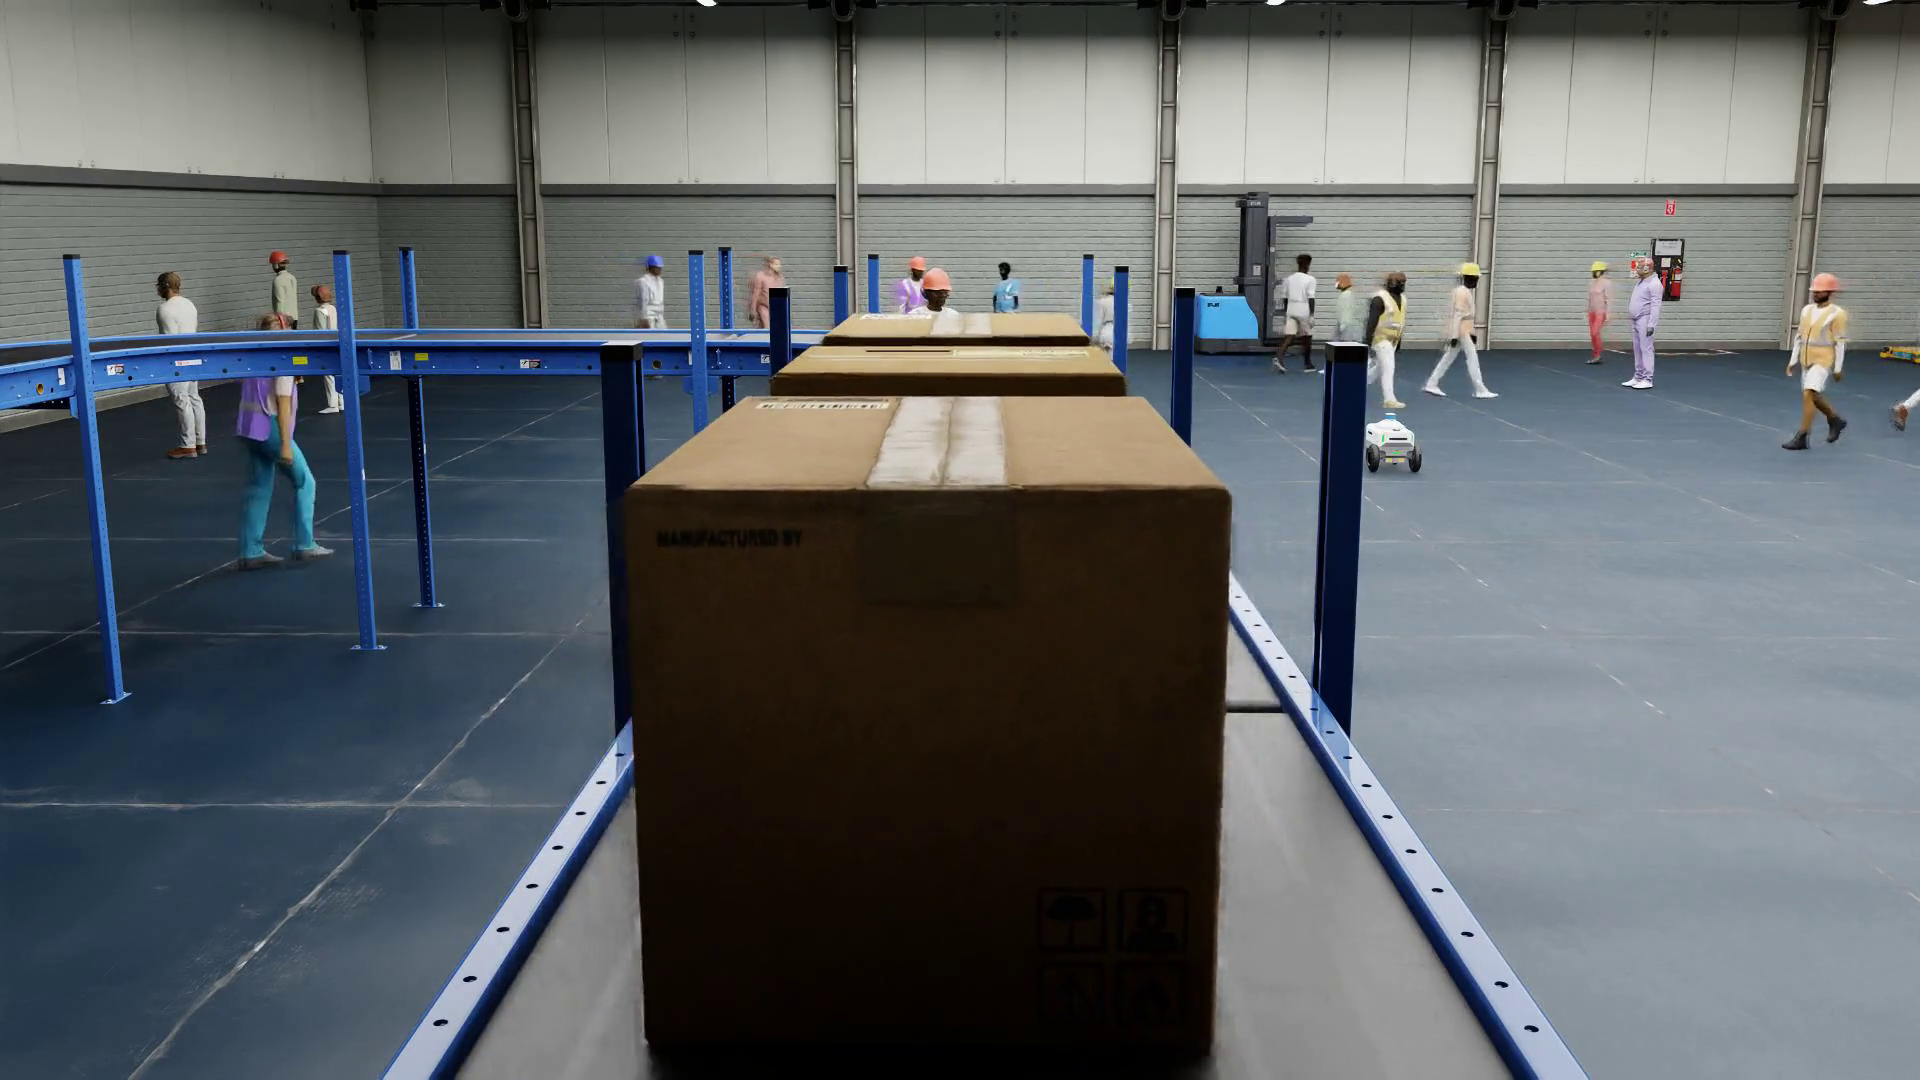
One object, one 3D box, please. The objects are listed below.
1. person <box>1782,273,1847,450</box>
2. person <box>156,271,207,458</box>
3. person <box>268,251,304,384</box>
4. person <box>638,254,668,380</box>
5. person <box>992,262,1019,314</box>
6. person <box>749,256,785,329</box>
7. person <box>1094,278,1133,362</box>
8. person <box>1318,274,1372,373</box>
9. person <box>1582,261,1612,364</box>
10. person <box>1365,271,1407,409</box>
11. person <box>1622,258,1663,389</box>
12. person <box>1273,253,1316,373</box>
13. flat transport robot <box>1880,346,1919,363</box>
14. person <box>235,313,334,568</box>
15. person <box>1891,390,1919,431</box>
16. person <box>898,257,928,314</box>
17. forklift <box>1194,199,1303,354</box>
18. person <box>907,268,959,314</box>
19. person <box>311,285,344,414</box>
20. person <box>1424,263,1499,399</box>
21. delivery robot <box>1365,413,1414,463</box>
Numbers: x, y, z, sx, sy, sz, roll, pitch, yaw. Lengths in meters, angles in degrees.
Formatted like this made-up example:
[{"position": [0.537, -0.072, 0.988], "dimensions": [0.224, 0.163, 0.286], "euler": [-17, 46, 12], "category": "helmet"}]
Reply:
[{"position": [9.420, -1.957, 18.147], "dimensions": [0.889, 1.915, 0.537], "euler": [-3, 12, -17], "category": "person"}, {"position": [-8.183, -1.839, 17.439], "dimensions": [0.354, 1.937, 0.635], "euler": [0, 11, 1], "category": "person"}, {"position": [-10.151, -3.338, 25.001], "dimensions": [0.390, 1.990, 0.623], "euler": [0, 11, 1], "category": "person"}, {"position": [-4.749, -3.453, 25.770], "dimensions": [0.451, 1.926, 0.617], "euler": [5, 12, 26], "category": "person"}, {"position": [0.817, -4.203, 30.243], "dimensions": [0.535, 1.687, 0.359], "euler": [8, 14, 37], "category": "person"}, {"position": [-3.096, -3.779, 27.635], "dimensions": [1.044, 1.845, 0.670], "euler": [8, 13, 35], "category": "person"}, {"position": [2.078, -2.702, 22.469], "dimensions": [0.514, 1.702, 0.499], "euler": [-10, 15, -41], "category": "person"}, {"position": [6.236, -3.482, 26.776], "dimensions": [0.768, 1.607, 0.498], "euler": [-1, 11, -3], "category": "person"}, {"position": [10.834, -3.870, 28.363], "dimensions": [0.466, 1.749, 0.545], "euler": [-4, 12, -19], "category": "person"}, {"position": [5.586, -2.673, 22.111], "dimensions": [0.662, 1.801, 0.827], "euler": [-11, 15, -43], "category": "person"}, {"position": [10.015, -3.180, 24.419], "dimensions": [0.402, 1.904, 0.652], "euler": [0, 11, 1], "category": "person"}, {"position": [5.434, -3.652, 26.790], "dimensions": [0.919, 1.930, 0.621], "euler": [-11, 15, -43], "category": "person"}, {"position": [16.776, -3.238, 29.036], "dimensions": [0.652, 0.197, 1.431], "euler": [0, 11, 1], "category": "flat transport robot"}, {"position": [-4.874, -0.714, 11.984], "dimensions": [0.647, 1.809, 0.743], "euler": [9, 14, 38], "category": "person"}, {"position": [11.199, -2.129, 18.975], "dimensions": [0.776, 1.928, 0.621], "euler": [1, 11, 7], "category": "person"}, {"position": [-0.657, -3.252, 24.775], "dimensions": [0.576, 1.911, 0.628], "euler": [-6, 12, -27], "category": "person"}, {"position": [5.313, -4.851, 30.603], "dimensions": [1.873, 2.768, 1.129], "euler": [0, 11, 1], "category": "forklift"}, {"position": [-0.218, -1.437, 15.107], "dimensions": [0.615, 2.040, 0.391], "euler": [-9, 14, -37], "category": "person"}, {"position": [-8.092, -2.433, 21.271], "dimensions": [0.311, 1.636, 0.523], "euler": [0, 11, 1], "category": "person"}, {"position": [6.981, -2.910, 23.119], "dimensions": [1.008, 1.875, 0.597], "euler": [4, 12, 18], "category": "person"}, {"position": [4.319, -1.031, 16.724], "dimensions": [0.477, 0.478, 0.707], "euler": [0, 11, 1], "category": "delivery robot"}]
